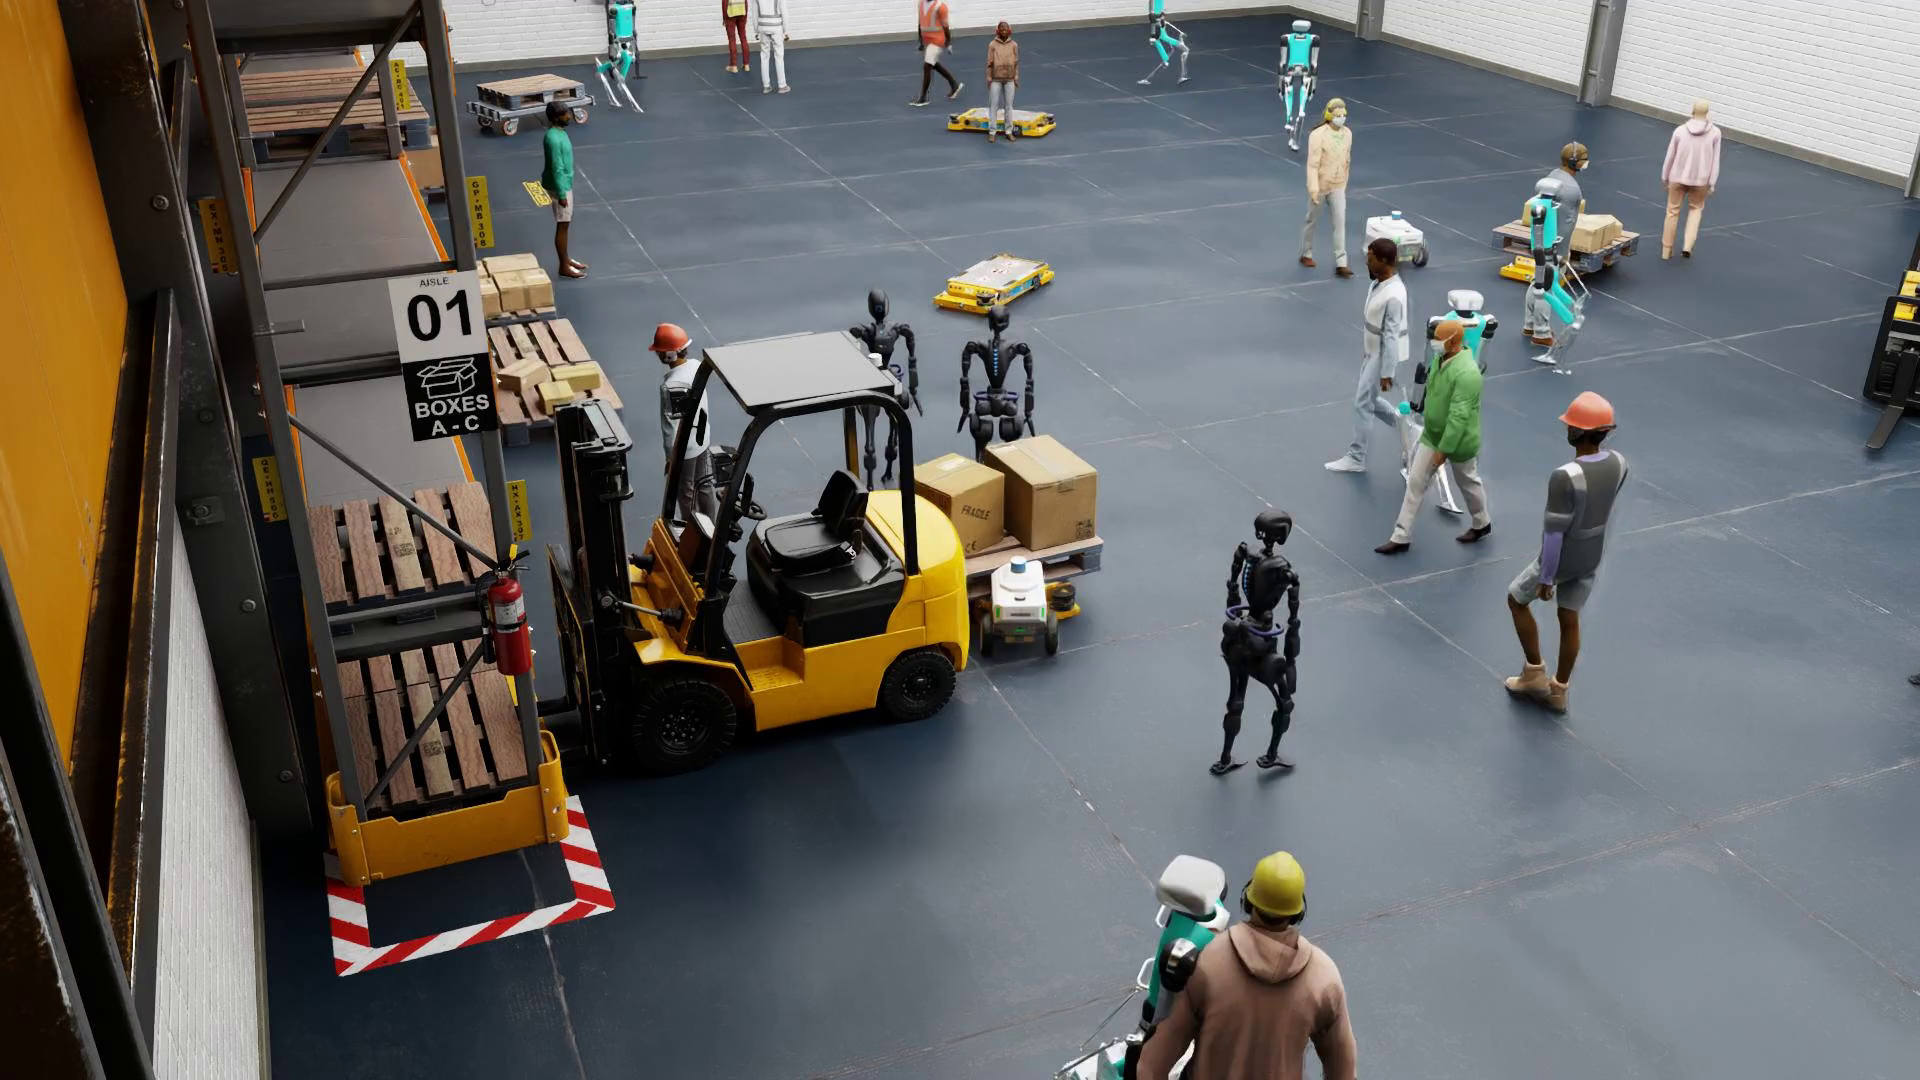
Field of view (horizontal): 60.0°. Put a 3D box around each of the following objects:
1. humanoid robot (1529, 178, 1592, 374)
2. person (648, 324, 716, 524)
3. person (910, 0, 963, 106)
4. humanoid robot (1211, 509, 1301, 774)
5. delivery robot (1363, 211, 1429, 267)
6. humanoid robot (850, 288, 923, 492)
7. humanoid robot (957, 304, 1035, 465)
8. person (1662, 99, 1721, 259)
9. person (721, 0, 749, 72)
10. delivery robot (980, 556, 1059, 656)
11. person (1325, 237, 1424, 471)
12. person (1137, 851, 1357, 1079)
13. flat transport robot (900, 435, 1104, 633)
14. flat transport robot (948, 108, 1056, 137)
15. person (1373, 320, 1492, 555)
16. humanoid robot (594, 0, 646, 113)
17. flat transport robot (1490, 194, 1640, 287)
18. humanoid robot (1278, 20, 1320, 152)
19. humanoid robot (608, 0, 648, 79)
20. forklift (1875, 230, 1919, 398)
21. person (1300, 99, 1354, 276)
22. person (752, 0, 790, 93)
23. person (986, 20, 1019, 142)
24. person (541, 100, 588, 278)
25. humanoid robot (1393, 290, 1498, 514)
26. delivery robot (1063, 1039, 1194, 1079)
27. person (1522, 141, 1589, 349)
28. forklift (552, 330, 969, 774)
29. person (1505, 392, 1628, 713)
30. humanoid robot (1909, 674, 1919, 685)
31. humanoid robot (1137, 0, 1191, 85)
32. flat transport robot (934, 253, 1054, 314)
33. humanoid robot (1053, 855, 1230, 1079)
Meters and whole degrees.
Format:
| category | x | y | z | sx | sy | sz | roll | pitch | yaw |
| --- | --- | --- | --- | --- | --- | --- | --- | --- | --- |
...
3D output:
| category | x | y | z | sx | sy | sz | roll | pitch | yaw |
| --- | --- | --- | --- | --- | --- | --- | --- | --- | --- |
| humanoid robot | 5.478 | -2.330 | 15.057 | 0.820 | 1.825 | 0.549 | 13 | 30 | 25 |
| person | -1.960 | -0.692 | 11.721 | 0.351 | 1.745 | 0.565 | 8 | 28 | 15 |
| person | -0.356 | -7.618 | 25.313 | 0.930 | 1.918 | 0.618 | -18 | 32 | -32 |
| humanoid robot | 1.674 | 0.562 | 9.313 | 0.486 | 1.646 | 0.597 | -16 | 31 | -28 |
| delivery robot | 4.757 | -3.295 | 18.206 | 0.499 | 0.579 | 0.753 | -8 | 28 | -16 |
| humanoid robot | -0.568 | -1.097 | 12.613 | 0.583 | 1.647 | 0.540 | -5 | 27 | -10 |
| humanoid robot | 0.262 | -0.904 | 12.285 | 0.590 | 1.645 | 0.740 | 2 | 27 | 4 |
| person | 7.910 | -3.899 | 18.064 | 0.563 | 1.771 | 0.493 | 9 | 28 | 17 |
| person | -3.719 | -8.666 | 27.554 | 0.476 | 1.767 | 0.360 | -16 | 31 | -29 |
| delivery robot | 0.378 | 0.393 | 10.877 | 0.499 | 0.586 | 0.783 | 0 | 27 | -1 |
| person | 3.336 | -1.437 | 13.046 | 0.705 | 1.889 | 0.646 | 1 | 27 | 3 |
| person | 1.072 | 2.014 | 6.235 | 0.822 | 1.830 | 0.550 | 2 | 27 | 4 |
| flat transport robot | 0.207 | 0.215 | 11.559 | 0.659 | 0.231 | 1.431 | -13 | 29 | -23 |
| flat transport robot | 0.606 | -6.026 | 23.973 | 1.431 | 0.231 | 0.659 | 9 | 28 | 18 |
| person | 3.480 | -0.733 | 11.820 | 0.959 | 1.729 | 0.517 | -11 | 29 | -20 |
| humanoid robot | -5.149 | -7.249 | 24.800 | 0.835 | 1.796 | 0.537 | 17 | 31 | 30 |
| flat transport robot | 6.511 | -3.027 | 18.009 | 1.431 | 0.231 | 0.659 | -23 | 35 | -38 |
| humanoid robot | 4.528 | -6.042 | 22.425 | 0.535 | 1.768 | 1.020 | 6 | 27 | 11 |
| humanoid robot | -5.453 | -8.308 | 26.964 | 0.639 | 1.636 | 0.598 | -12 | 29 | -22 |
| forklift | 9.029 | -2.397 | 14.618 | 1.214 | 2.155 | 2.313 | 18 | 32 | 32 |
| person | 3.941 | -3.743 | 17.692 | 0.574 | 1.841 | 0.833 | -9 | 28 | -17 |
| person | -2.954 | -7.958 | 26.018 | 0.572 | 1.886 | 0.354 | 6 | 27 | 11 |
| person | 0.587 | -6.388 | 23.151 | 0.456 | 1.651 | 0.339 | -5 | 27 | -9 |
| person | -4.231 | -3.720 | 17.629 | 0.398 | 1.849 | 0.491 | -3 | 27 | -5 |
| humanoid robot | 3.576 | -1.096 | 12.549 | 0.549 | 1.771 | 0.931 | -6 | 27 | -11 |
| delivery robot | 0.827 | 2.329 | 7.057 | 0.785 | 0.613 | 0.507 | -12 | 29 | -22 |
| person | 5.613 | -2.786 | 15.673 | 0.376 | 1.939 | 0.627 | 1 | 27 | 3 |
| forklift | -1.094 | 0.010 | 9.831 | 2.313 | 2.155 | 1.214 | -10 | 28 | -20 |
| person | 3.578 | 0.075 | 9.885 | 0.619 | 2.021 | 0.542 | -13 | 30 | -25 |
| humanoid robot | 6.210 | 0.174 | 10.083 | 0.449 | 1.645 | 0.603 | 0 | 27 | -1 |
| humanoid robot | 3.360 | -8.068 | 26.458 | 1.033 | 1.775 | 0.533 | 11 | 29 | 21 |
| flat transport robot | 0.368 | -2.668 | 17.295 | 0.659 | 0.231 | 1.431 | 15 | 30 | 26 |
| humanoid robot | 0.642 | 1.971 | 6.500 | 0.731 | 1.842 | 0.543 | 11 | 29 | 20 |
